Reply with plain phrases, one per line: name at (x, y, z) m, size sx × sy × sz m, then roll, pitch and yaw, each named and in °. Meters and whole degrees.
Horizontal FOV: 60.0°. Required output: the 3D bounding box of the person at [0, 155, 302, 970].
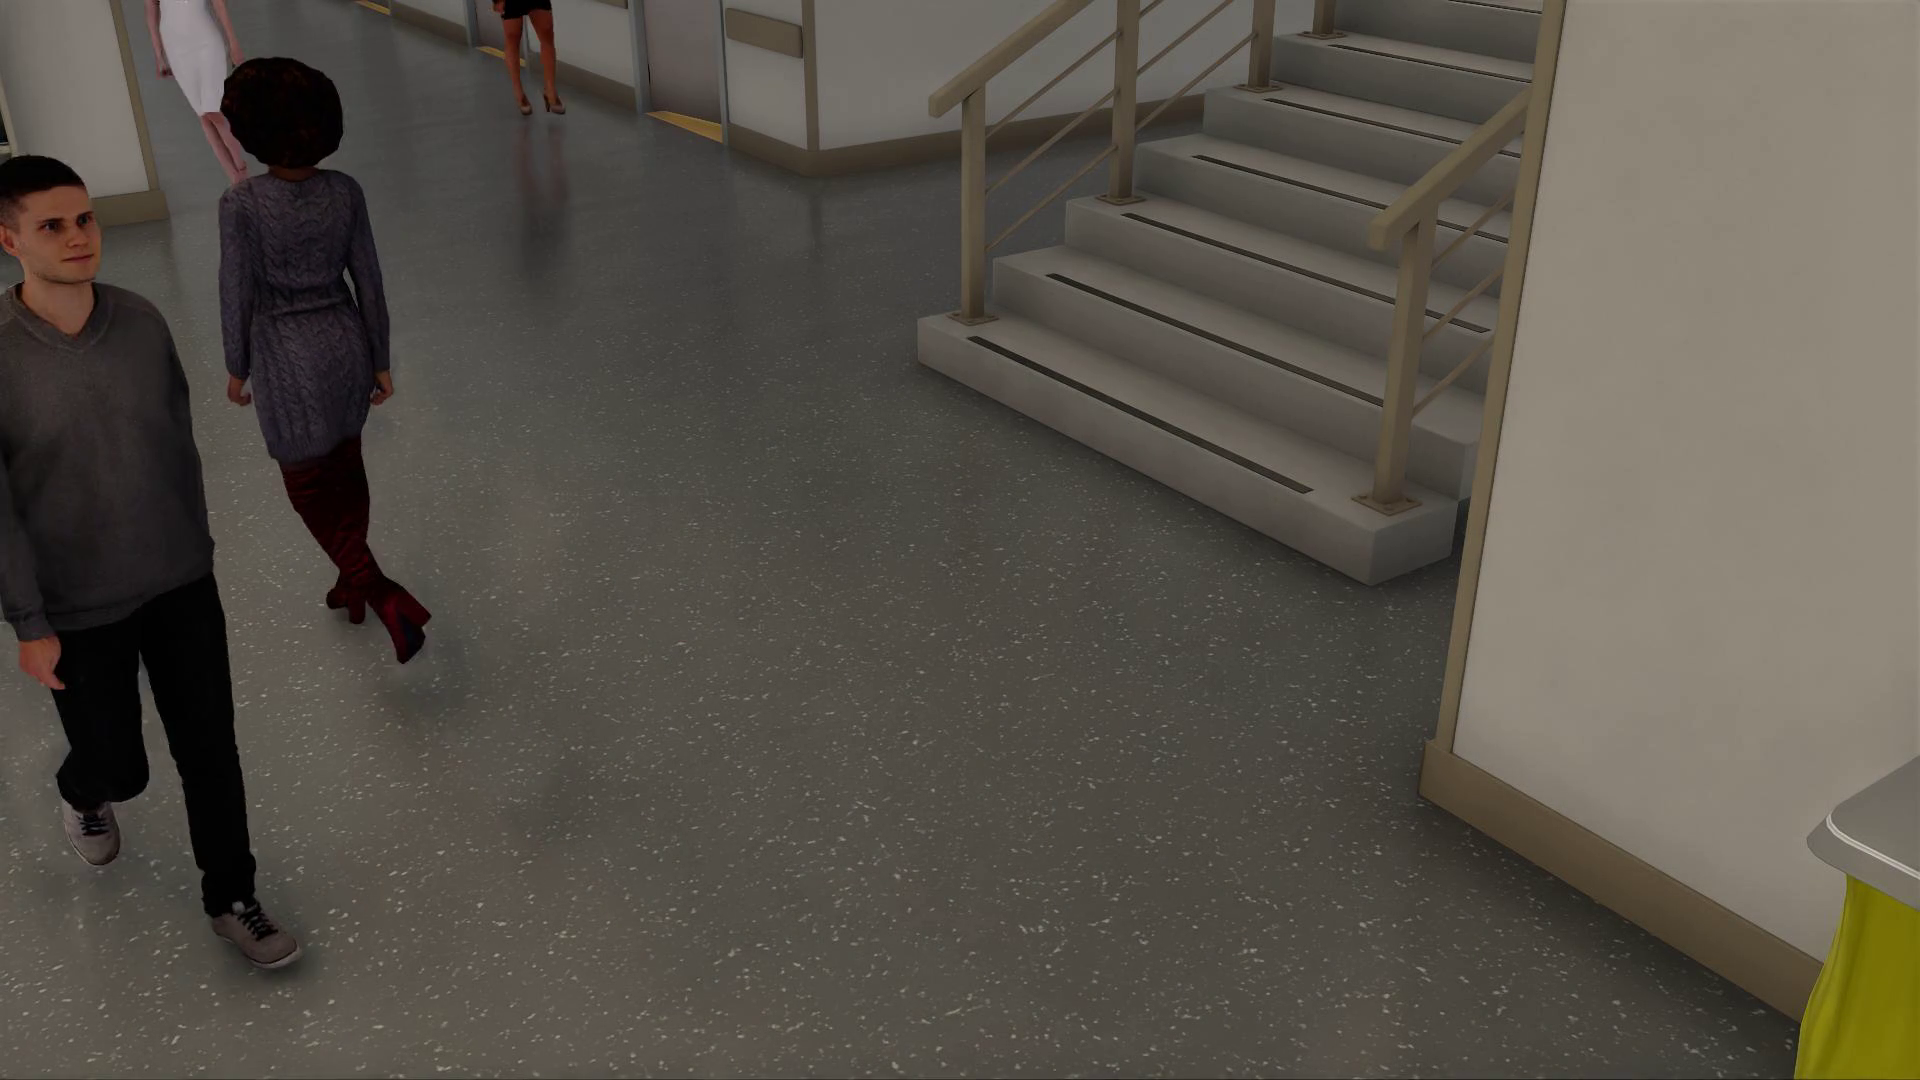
person at (-1.785, 0.087, 3.454) m, size 0.827 × 1.747 × 0.963 m, roll 20°, pitch 32°, yaw 35°

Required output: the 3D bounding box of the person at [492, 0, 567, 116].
person at (-3.117, -3.801, 11.656) m, size 0.675 × 1.625 × 0.689 m, roll -20°, pitch 32°, yaw -35°

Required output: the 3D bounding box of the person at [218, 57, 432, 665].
person at (-1.749, -0.425, 4.583) m, size 0.999 × 1.686 × 0.743 m, roll -22°, pitch 33°, yaw -37°

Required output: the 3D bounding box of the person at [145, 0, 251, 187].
person at (-4.166, -2.686, 9.165) m, size 0.755 × 1.780 × 0.827 m, roll -1°, pitch 26°, yaw -2°
